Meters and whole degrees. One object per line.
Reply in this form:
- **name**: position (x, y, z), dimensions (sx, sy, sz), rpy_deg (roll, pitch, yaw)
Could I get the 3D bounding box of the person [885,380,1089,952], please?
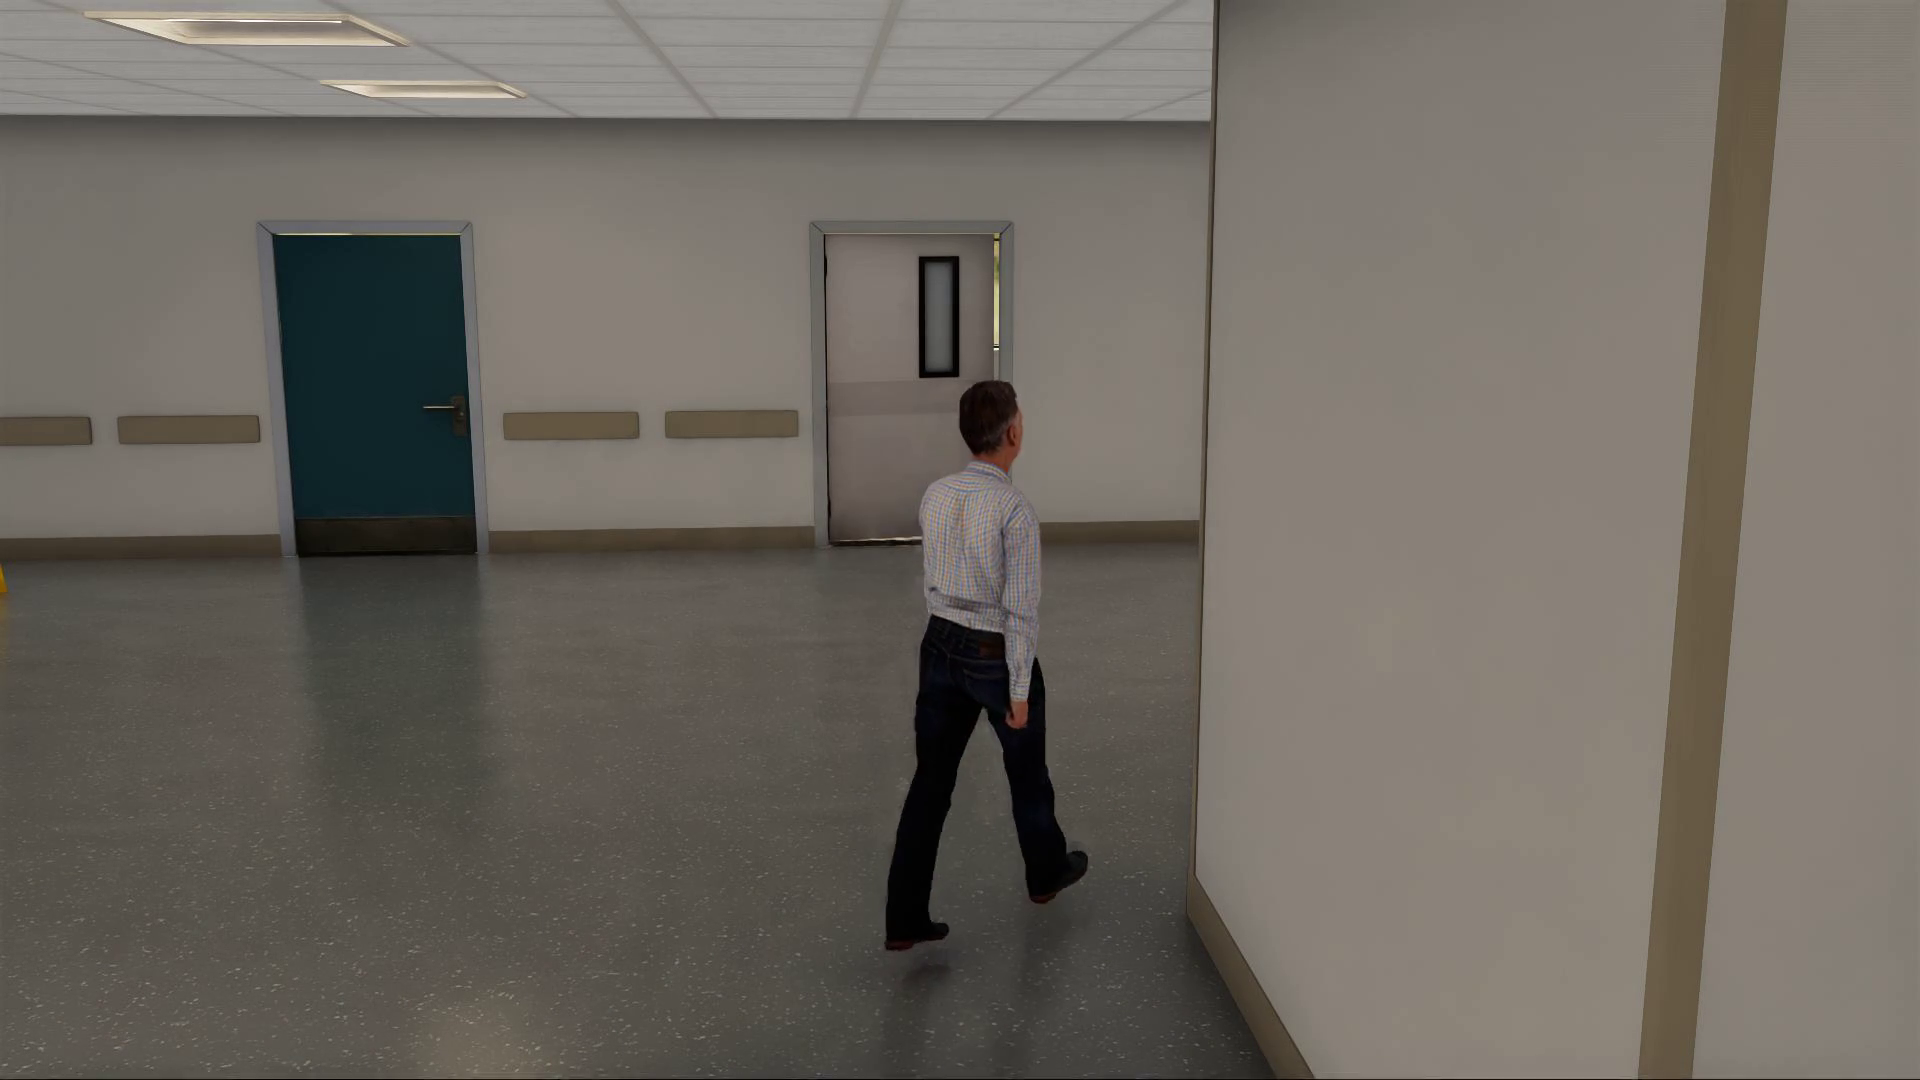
- **person**: position (0.003, 0.424, 5.221), dimensions (1.203, 1.779, 1.213), rpy_deg (8, 13, 36)
